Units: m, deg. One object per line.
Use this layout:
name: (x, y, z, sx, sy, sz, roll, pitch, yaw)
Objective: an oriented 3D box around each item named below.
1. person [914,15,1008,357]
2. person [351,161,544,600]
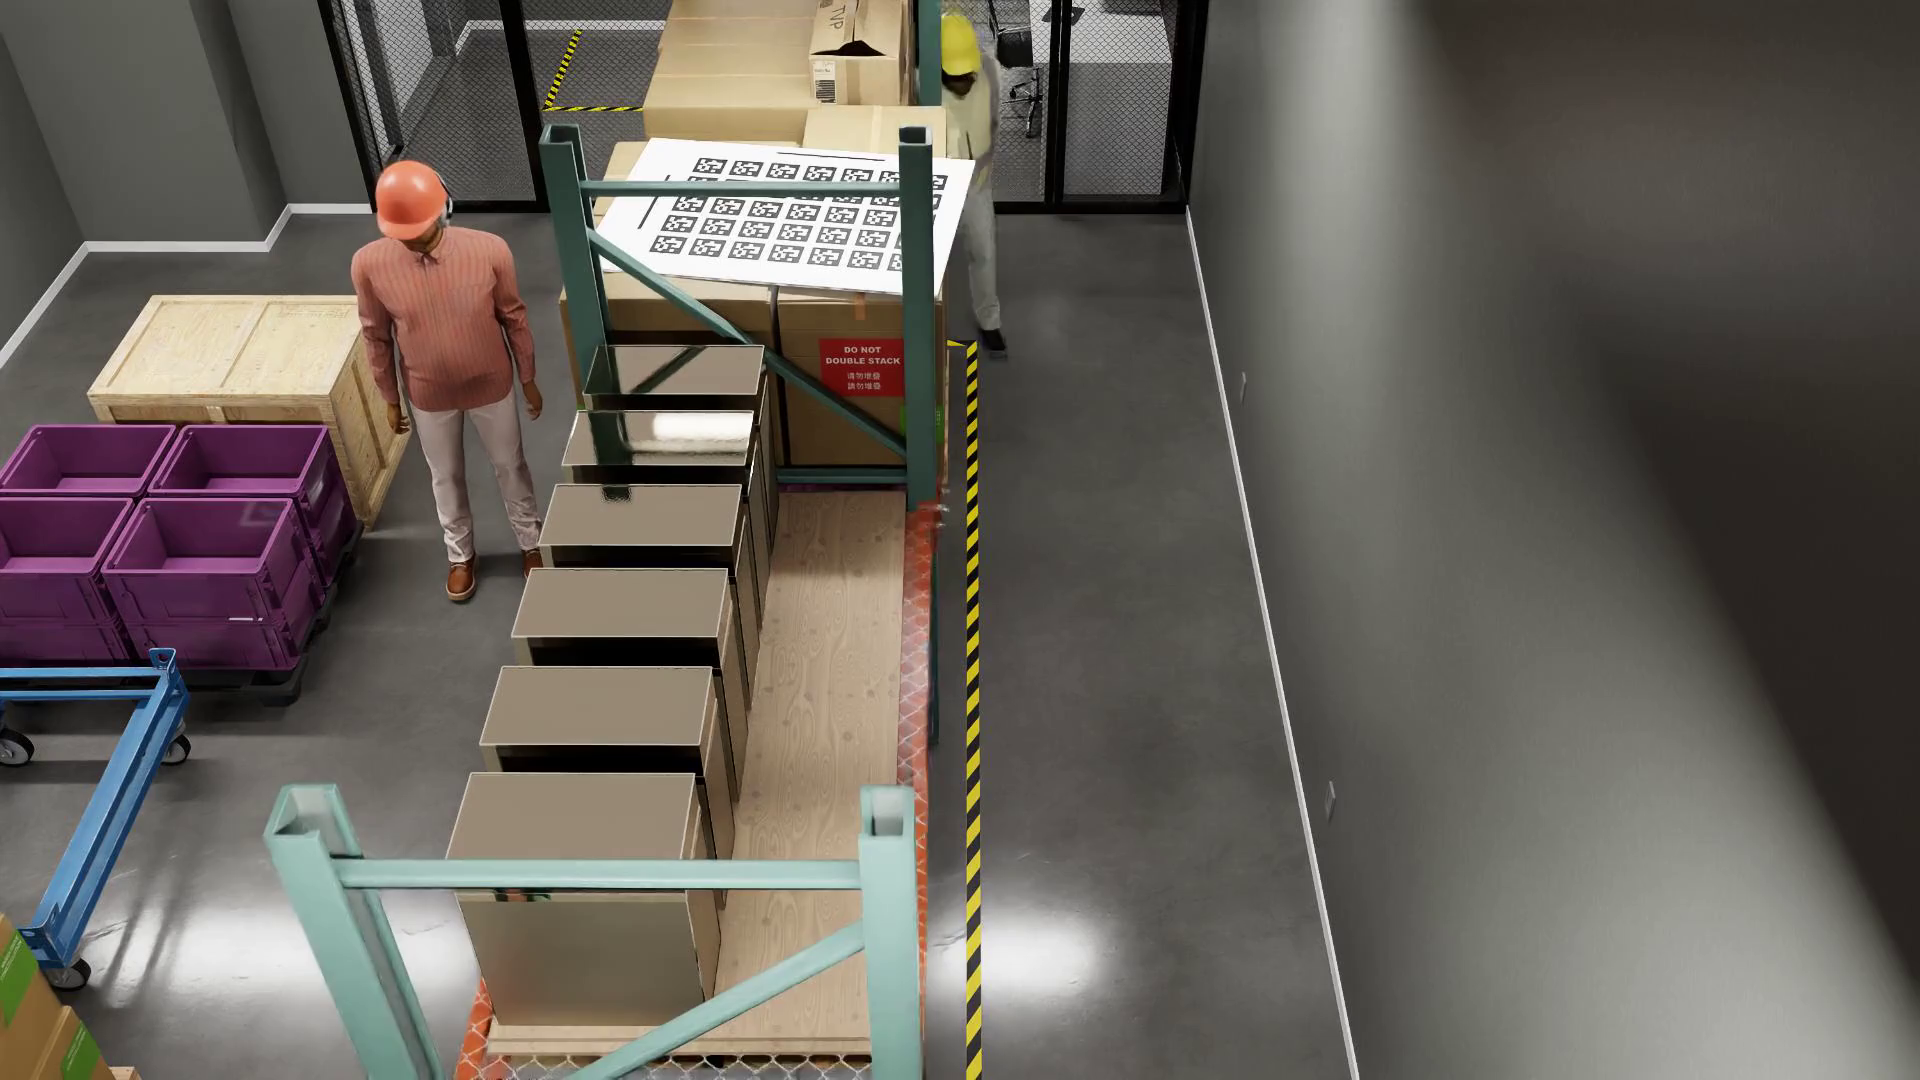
person: (-0.031, -1.710, 7.964, 0.617, 1.773, 0.855, -19, 45, -21)
person: (-1.968, -0.599, 6.536, 0.624, 1.983, 0.398, -9, 42, -11)
